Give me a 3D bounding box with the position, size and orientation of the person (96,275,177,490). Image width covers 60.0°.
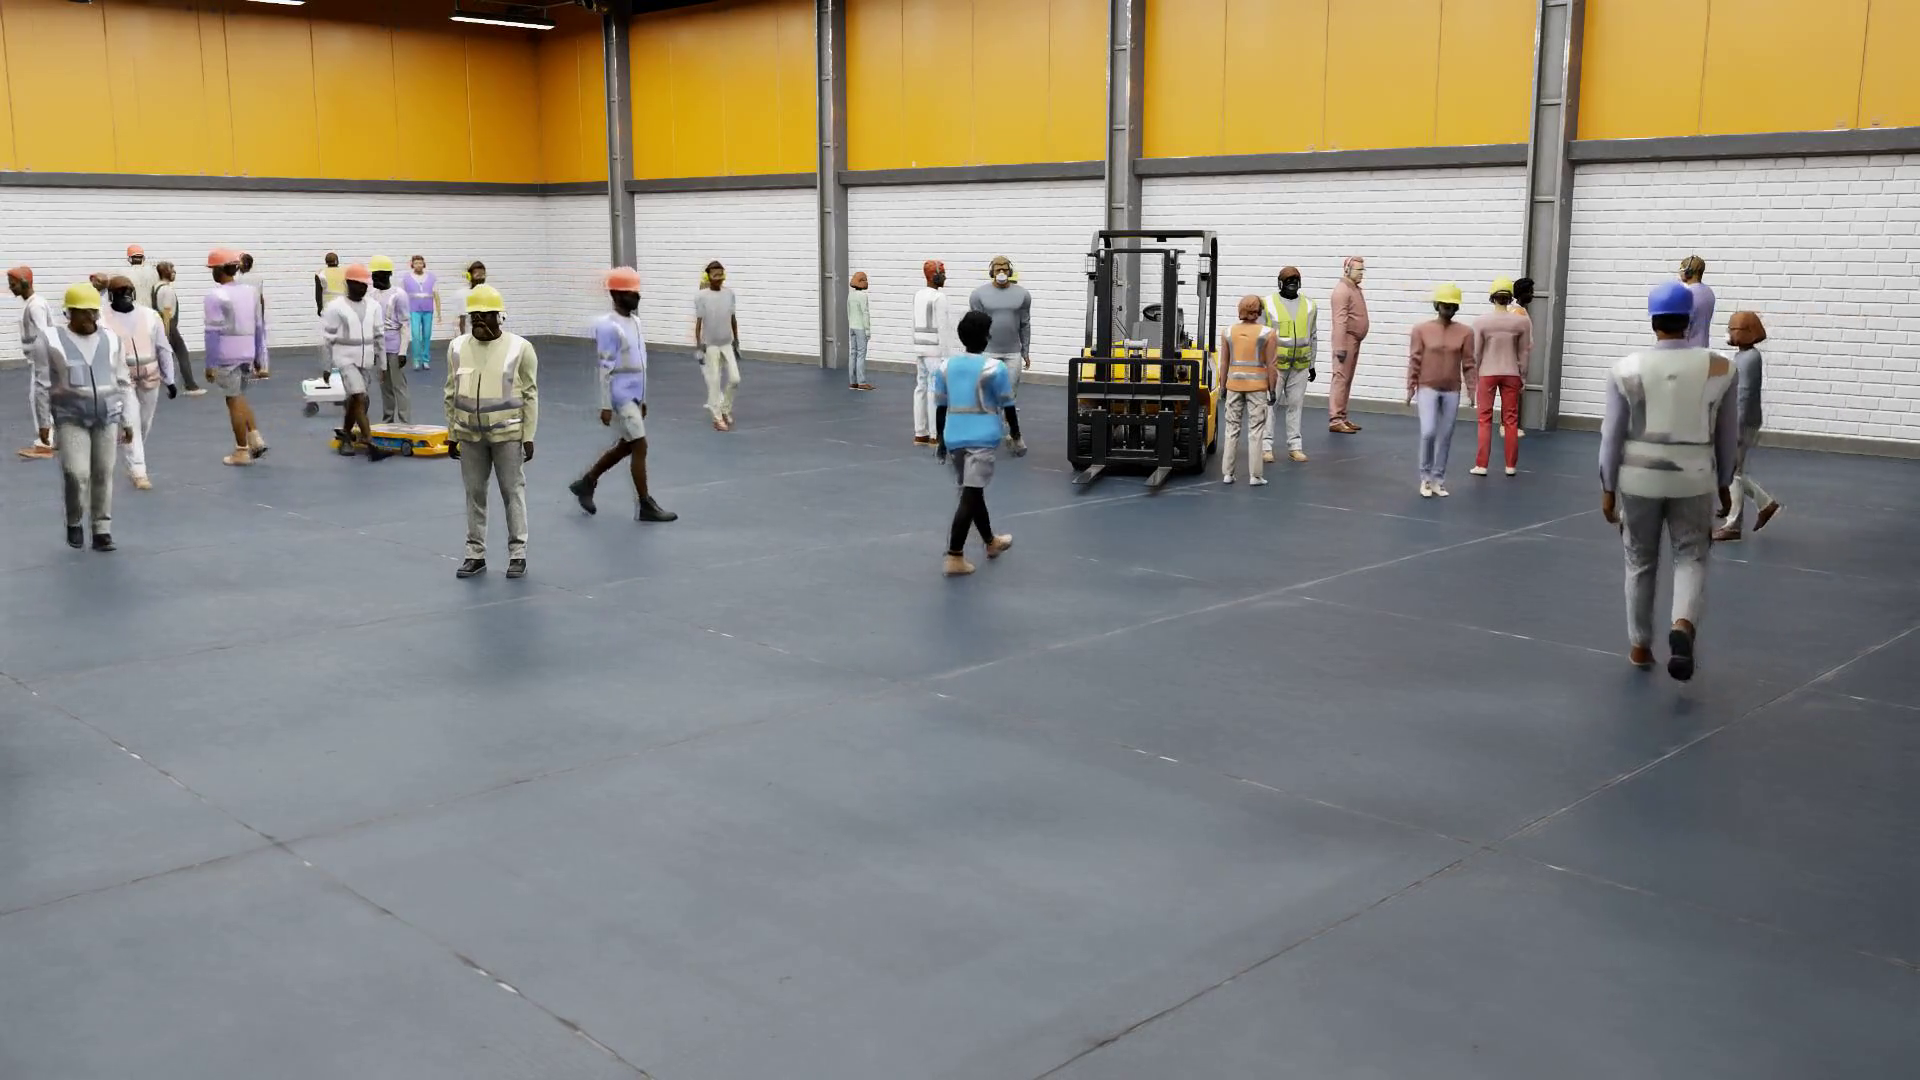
[{"bbox_3d":[-7.098,-1.360,14.246,0.636,1.805,0.939,-10,14,-42],"label":"person"}]

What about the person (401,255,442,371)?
[{"bbox_3d":[-8.487,-3.580,26.280,0.573,1.816,0.799,-6,12,-28],"label":"person"}]

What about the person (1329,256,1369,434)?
[{"bbox_3d":[4.231,-2.116,18.059,0.399,1.905,0.643,5,11,25],"label":"person"}]

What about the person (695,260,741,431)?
[{"bbox_3d":[-2.629,-2.110,18.139,0.568,1.856,0.375,-7,12,-32],"label":"person"}]

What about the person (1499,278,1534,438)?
[{"bbox_3d":[5.889,-1.923,17.598,0.321,1.689,0.530,4,11,20],"label":"person"}]

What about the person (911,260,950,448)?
[{"bbox_3d":[-0.283,-1.876,16.804,0.354,1.881,0.576,-6,12,-32],"label":"person"}]

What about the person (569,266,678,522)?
[{"bbox_3d":[-2.569,-1.089,12.454,0.866,1.913,0.550,3,11,15],"label":"person"}]

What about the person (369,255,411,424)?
[{"bbox_3d":[-5.996,-2.013,17.427,0.584,1.928,0.373,7,13,34],"label":"person"}]

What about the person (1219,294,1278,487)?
[{"bbox_3d":[2.454,-1.271,14.196,0.522,1.635,0.313,6,12,30],"label":"person"}]

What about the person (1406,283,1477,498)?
[{"bbox_3d":[3.918,-1.200,13.490,0.547,1.747,0.556,0,10,-2],"label":"person"}]

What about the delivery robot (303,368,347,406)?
[{"bbox_3d":[-7.419,-1.797,19.740,0.707,0.478,0.477,-3,11,-17],"label":"delivery robot"}]

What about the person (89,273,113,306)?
[{"bbox_3d":[-11.793,-2.841,22.790,0.545,1.602,0.782,3,11,16],"label":"person"}]

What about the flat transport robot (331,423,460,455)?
[{"bbox_3d":[-5.482,-1.011,16.486,1.431,0.197,0.652,6,12,28],"label":"flat transport robot"}]

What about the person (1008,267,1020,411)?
[{"bbox_3d":[0.573,-2.428,20.169,0.548,1.752,0.392,-6,12,-28],"label":"person"}]

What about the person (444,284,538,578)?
[{"bbox_3d":[-2.932,-0.673,10.383,0.587,1.833,0.404,1,10,3],"label":"person"}]

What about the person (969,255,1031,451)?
[{"bbox_3d":[0.397,-1.841,16.462,0.635,1.937,0.352,-2,11,-10],"label":"person"}]

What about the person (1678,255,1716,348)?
[{"bbox_3d":[7.056,-1.783,16.145,0.631,1.940,0.372,-10,14,-44],"label":"person"}]

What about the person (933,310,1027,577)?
[{"bbox_3d":[0.148,-0.624,10.588,0.539,1.653,0.859,9,13,39],"label":"person"}]

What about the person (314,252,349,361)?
[{"bbox_3d":[-10.641,-3.966,28.325,0.624,1.841,0.430,-5,12,-27],"label":"person"}]

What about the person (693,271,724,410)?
[{"bbox_3d":[-3.020,-2.436,20.303,0.501,1.739,0.600,-10,14,-42],"label":"person"}]

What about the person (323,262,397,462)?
[{"bbox_3d":[-5.749,-1.694,15.830,1.027,1.883,0.561,9,13,39],"label":"person"}]

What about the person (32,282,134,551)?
[{"bbox_3d":[-5.869,-0.820,11.195,0.423,1.819,0.603,9,14,42],"label":"person"}]

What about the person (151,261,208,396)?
[{"bbox_3d":[-10.488,-2.761,21.871,0.513,1.809,0.948,8,13,38],"label":"person"}]

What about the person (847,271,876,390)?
[{"bbox_3d":[-1.382,-2.891,23.019,0.284,1.633,0.497,-7,12,-32],"label":"person"}]

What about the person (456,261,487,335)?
[{"bbox_3d":[-5.308,-2.156,18.465,0.850,1.832,0.504,10,14,43],"label":"person"}]

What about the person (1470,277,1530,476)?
[{"bbox_3d":[4.768,-1.444,14.767,0.530,1.767,0.328,1,10,3],"label":"person"}]

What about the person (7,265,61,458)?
[{"bbox_3d":[-8.888,-1.726,16.082,0.470,1.860,0.718,-6,12,-29],"label":"person"}]

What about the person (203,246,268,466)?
[{"bbox_3d":[-6.721,-1.682,15.334,0.420,2.032,0.632,3,11,18],"label":"person"}]

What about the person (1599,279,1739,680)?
[{"bbox_3d":[3.378,-0.274,7.949,0.625,1.930,0.690,3,11,18],"label":"person"}]

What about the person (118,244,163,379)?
[{"bbox_3d":[-12.128,-3.368,24.636,0.375,1.995,0.611,8,13,37],"label":"person"}]

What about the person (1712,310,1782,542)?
[{"bbox_3d":[5.476,-0.780,11.568,0.429,1.617,0.506,3,11,17],"label":"person"}]

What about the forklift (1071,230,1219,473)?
[{"bbox_3d":[1.804,-1.825,15.677,1.214,2.155,2.313,2,11,13],"label":"forklift"}]

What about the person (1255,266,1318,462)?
[{"bbox_3d":[3.081,-1.652,15.698,0.626,1.844,0.429,-2,11,-10],"label":"person"}]

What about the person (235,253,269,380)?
[{"bbox_3d":[-10.494,-3.296,24.582,0.328,1.874,0.517,5,11,25],"label":"person"}]
